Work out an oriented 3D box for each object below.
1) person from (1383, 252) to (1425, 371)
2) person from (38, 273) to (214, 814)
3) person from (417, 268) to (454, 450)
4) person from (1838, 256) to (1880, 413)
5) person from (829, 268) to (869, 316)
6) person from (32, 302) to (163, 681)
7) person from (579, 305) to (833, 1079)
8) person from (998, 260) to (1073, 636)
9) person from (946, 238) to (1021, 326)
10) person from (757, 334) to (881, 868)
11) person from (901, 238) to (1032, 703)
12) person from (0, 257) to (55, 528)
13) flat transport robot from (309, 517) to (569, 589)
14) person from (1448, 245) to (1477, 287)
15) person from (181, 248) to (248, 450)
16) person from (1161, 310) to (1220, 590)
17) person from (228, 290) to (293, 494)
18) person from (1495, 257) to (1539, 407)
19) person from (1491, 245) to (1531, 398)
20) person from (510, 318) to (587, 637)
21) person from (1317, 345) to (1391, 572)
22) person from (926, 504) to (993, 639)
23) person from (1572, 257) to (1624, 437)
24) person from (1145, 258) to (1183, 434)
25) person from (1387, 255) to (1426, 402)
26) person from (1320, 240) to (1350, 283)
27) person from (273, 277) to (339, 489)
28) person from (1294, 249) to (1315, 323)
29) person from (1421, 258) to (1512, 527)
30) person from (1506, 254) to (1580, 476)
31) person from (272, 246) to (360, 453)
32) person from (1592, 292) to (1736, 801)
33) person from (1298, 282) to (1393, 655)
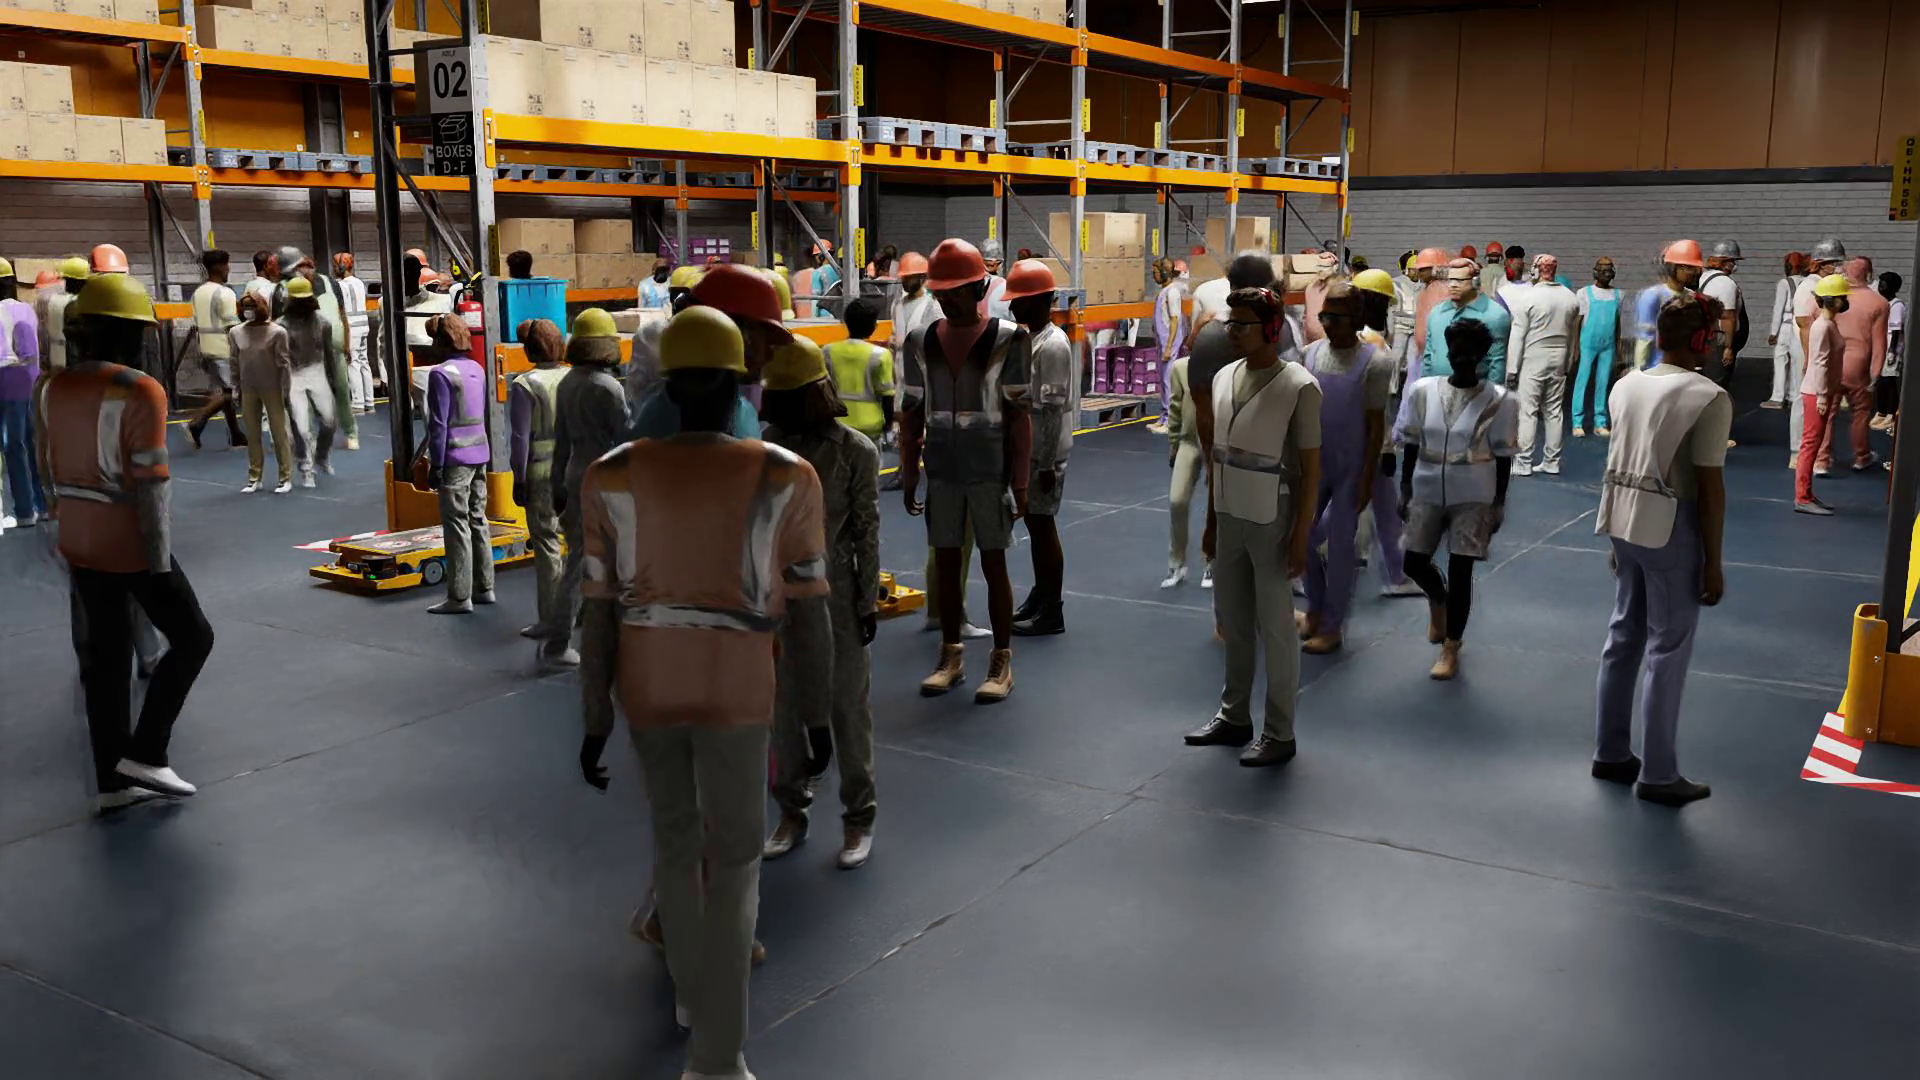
[{"bbox_3d":[5.597,-2.676,20.935,0.535,1.869,0.314,5,11,26],"label":"person"},{"bbox_3d":[-2.959,0.021,5.885,0.601,1.902,0.453,5,11,24],"label":"person"},{"bbox_3d":[-5.104,-1.741,16.072,0.343,1.749,0.572,4,11,22],"label":"person"},{"bbox_3d":[10.581,-2.407,19.545,0.596,1.835,0.389,-1,10,-8],"label":"person"},{"bbox_3d":[-1.130,-2.179,18.082,0.603,1.906,0.399,-4,11,-23],"label":"person"},{"bbox_3d":[-3.942,-0.230,7.670,0.533,1.767,0.326,-2,10,-9],"label":"person"},{"bbox_3d":[-0.621,0.389,3.980,0.606,1.878,0.827,0,10,2],"label":"person"},{"bbox_3d":[0.381,-0.463,8.530,0.388,1.926,0.549,-2,10,-10],"label":"person"},{"bbox_3d":[0.243,-1.562,14.283,0.688,2.000,0.536,3,11,18],"label":"person"},{"bbox_3d":[-0.500,0.201,5.387,0.492,1.729,0.324,2,10,12],"label":"person"},{"bbox_3d":[0.014,-0.298,7.320,0.613,2.031,0.402,4,11,21],"label":"person"},{"bbox_3d":[-6.724,-1.046,11.769,0.398,1.920,0.586,0,10,-1],"label":"person"},{"bbox_3d":[-3.156,0.065,10.175,0.652,0.197,1.431,7,13,35],"label":"flat transport robot"},{"bbox_3d":[7.627,-3.445,25.111,0.546,1.899,0.375,-2,10,-11],"label":"person"},{"bbox_3d":[-7.083,-1.795,15.826,0.620,1.946,0.779,8,13,37],"label":"person"},{"bbox_3d":[1.417,-0.507,9.586,0.514,1.618,0.484,5,11,25],"label":"person"},{"bbox_3d":[-5.594,-1.179,13.314,0.503,1.626,0.280,1,10,5],"label":"person"},{"bbox_3d":[6.314,-2.288,18.883,0.620,1.829,0.633,-3,11,-17],"label":"person"},{"bbox_3d":[6.544,-2.504,19.730,0.603,1.959,0.377,9,14,41],"label":"person"},{"bbox_3d":[-2.097,-0.317,8.533,0.315,1.631,0.513,5,11,25],"label":"person"},{"bbox_3d":[2.343,-0.679,10.185,0.562,1.752,0.324,-2,10,-13],"label":"person"},{"bbox_3d":[-0.006,-0.313,8.496,0.270,1.631,0.508,-5,11,-25],"label":"person"},{"bbox_3d":[6.553,-1.971,17.089,0.505,1.847,0.344,-1,10,-3],"label":"person"},{"bbox_3d":[2.154,-2.027,17.421,0.343,1.840,0.507,0,10,-2],"label":"person"},{"bbox_3d":[5.640,-2.646,20.856,0.588,1.837,0.403,-2,10,-11],"label":"person"},{"bbox_3d":[5.958,-3.839,26.902,0.535,2.000,0.674,-3,11,-17],"label":"person"},{"bbox_3d":[-5.376,-1.294,13.663,0.498,1.728,0.451,-7,12,-35],"label":"person"},{"bbox_3d":[5.324,-3.524,25.595,0.355,1.883,0.574,-1,10,-4],"label":"person"},{"bbox_3d":[3.437,-0.975,11.440,0.399,1.899,0.647,-9,13,-39],"label":"person"},{"bbox_3d":[4.978,-1.495,14.312,0.644,1.900,0.399,-4,11,-20],"label":"person"},{"bbox_3d":[-6.133,-1.848,15.871,0.549,2.000,0.733,9,14,41],"label":"person"},{"bbox_3d":[2.535,0.028,6.047,0.388,1.837,0.562,-3,11,-16],"label":"person"},{"bbox_3d":[1.809,-0.330,8.049,0.537,1.822,0.408,8,13,39],"label":"person"}]
